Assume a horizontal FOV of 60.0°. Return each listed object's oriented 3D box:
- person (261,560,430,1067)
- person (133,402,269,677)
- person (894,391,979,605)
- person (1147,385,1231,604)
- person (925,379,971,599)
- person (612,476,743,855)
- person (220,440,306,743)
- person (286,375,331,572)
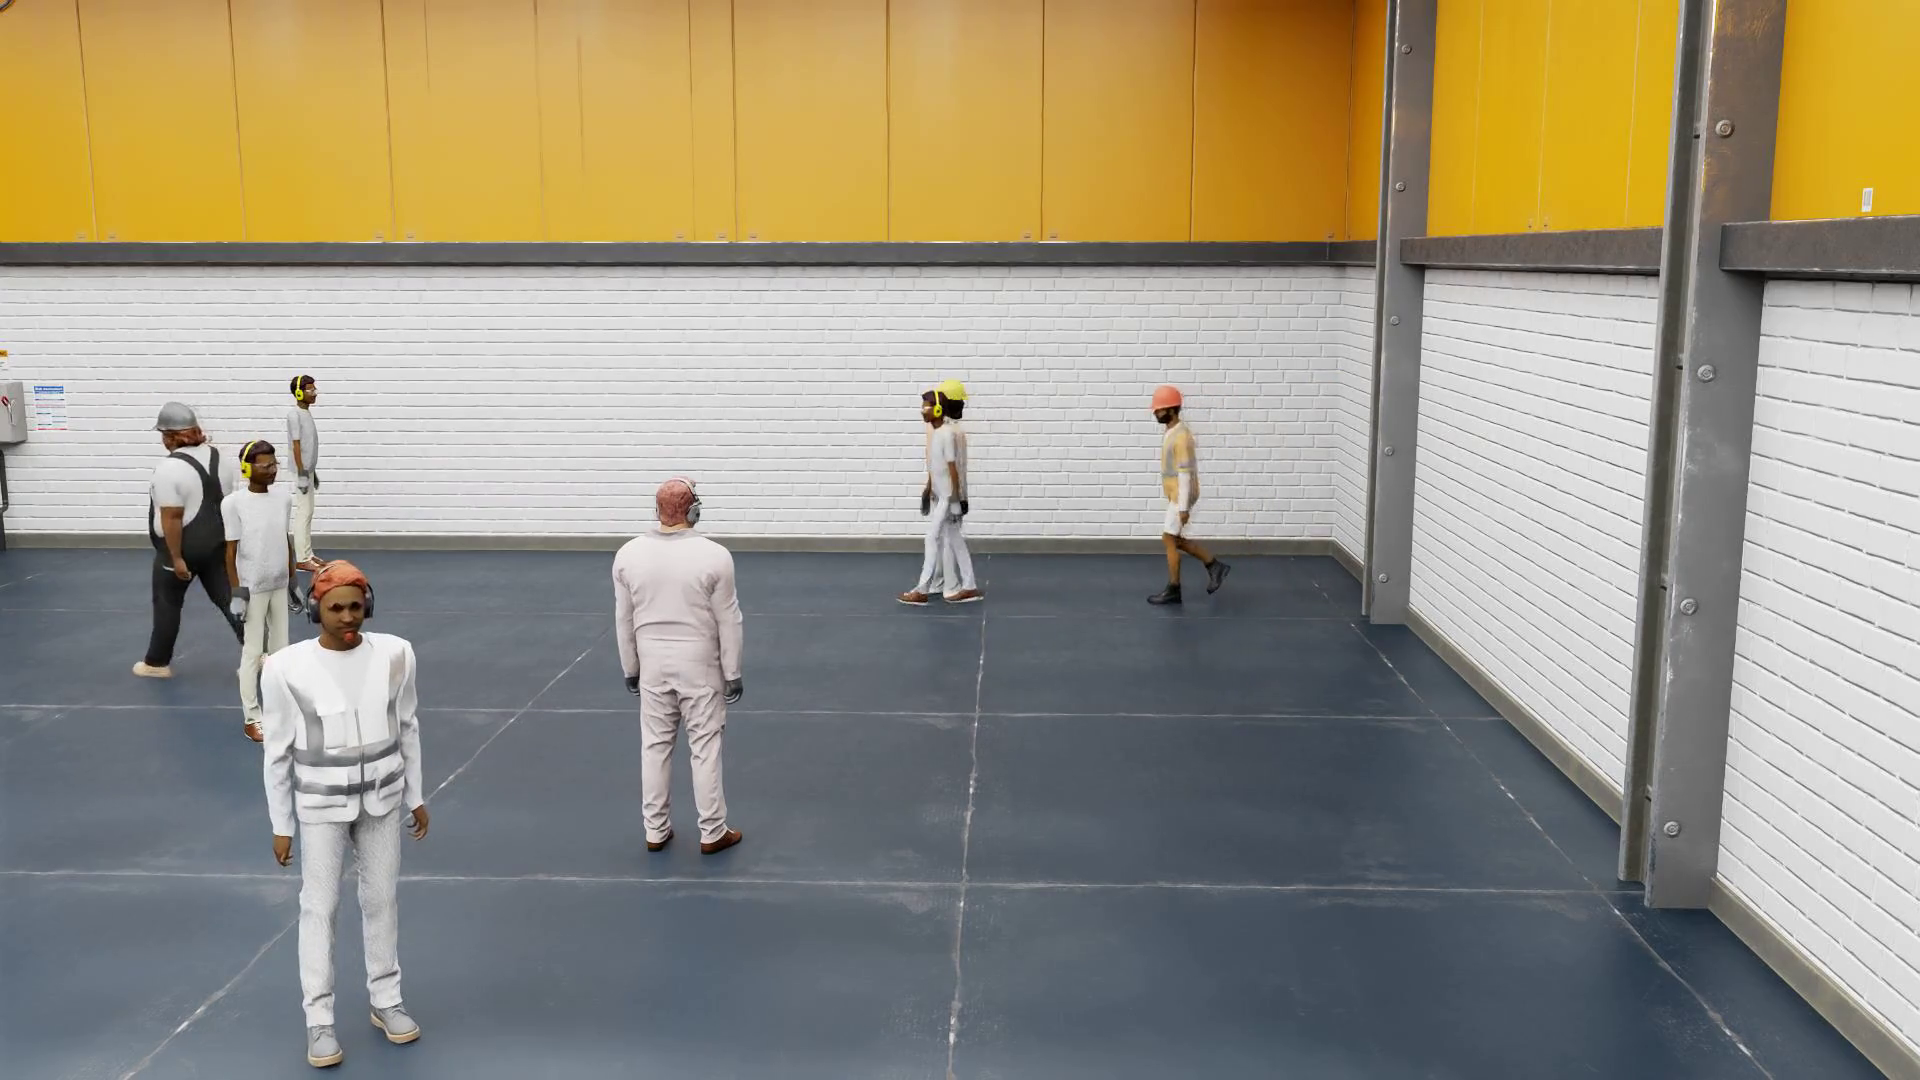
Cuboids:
[{"bbox_3d":[-2.287,1.002,6.228,0.585,1.882,0.337,-8,12,-39],"label":"person"},{"bbox_3d":[-5.385,-0.019,11.749,1.020,2.000,0.685,4,10,21],"label":"person"},{"bbox_3d":[-0.216,-0.352,14.264,0.858,1.841,0.572,-2,10,-10],"label":"person"},{"bbox_3d":[1.945,-0.381,14.265,0.705,1.908,0.585,0,10,-1],"label":"person"},{"bbox_3d":[-0.088,-0.443,14.565,0.366,1.926,0.593,-5,11,-28],"label":"person"},{"bbox_3d":[-1.384,0.631,8.336,0.651,1.907,0.409,2,10,12],"label":"person"},{"bbox_3d":[-4.307,0.310,10.336,0.328,1.868,0.514,5,11,26],"label":"person"},{"bbox_3d":[-6.223,-0.639,15.874,0.316,1.874,0.518,-2,10,-9],"label":"person"}]
